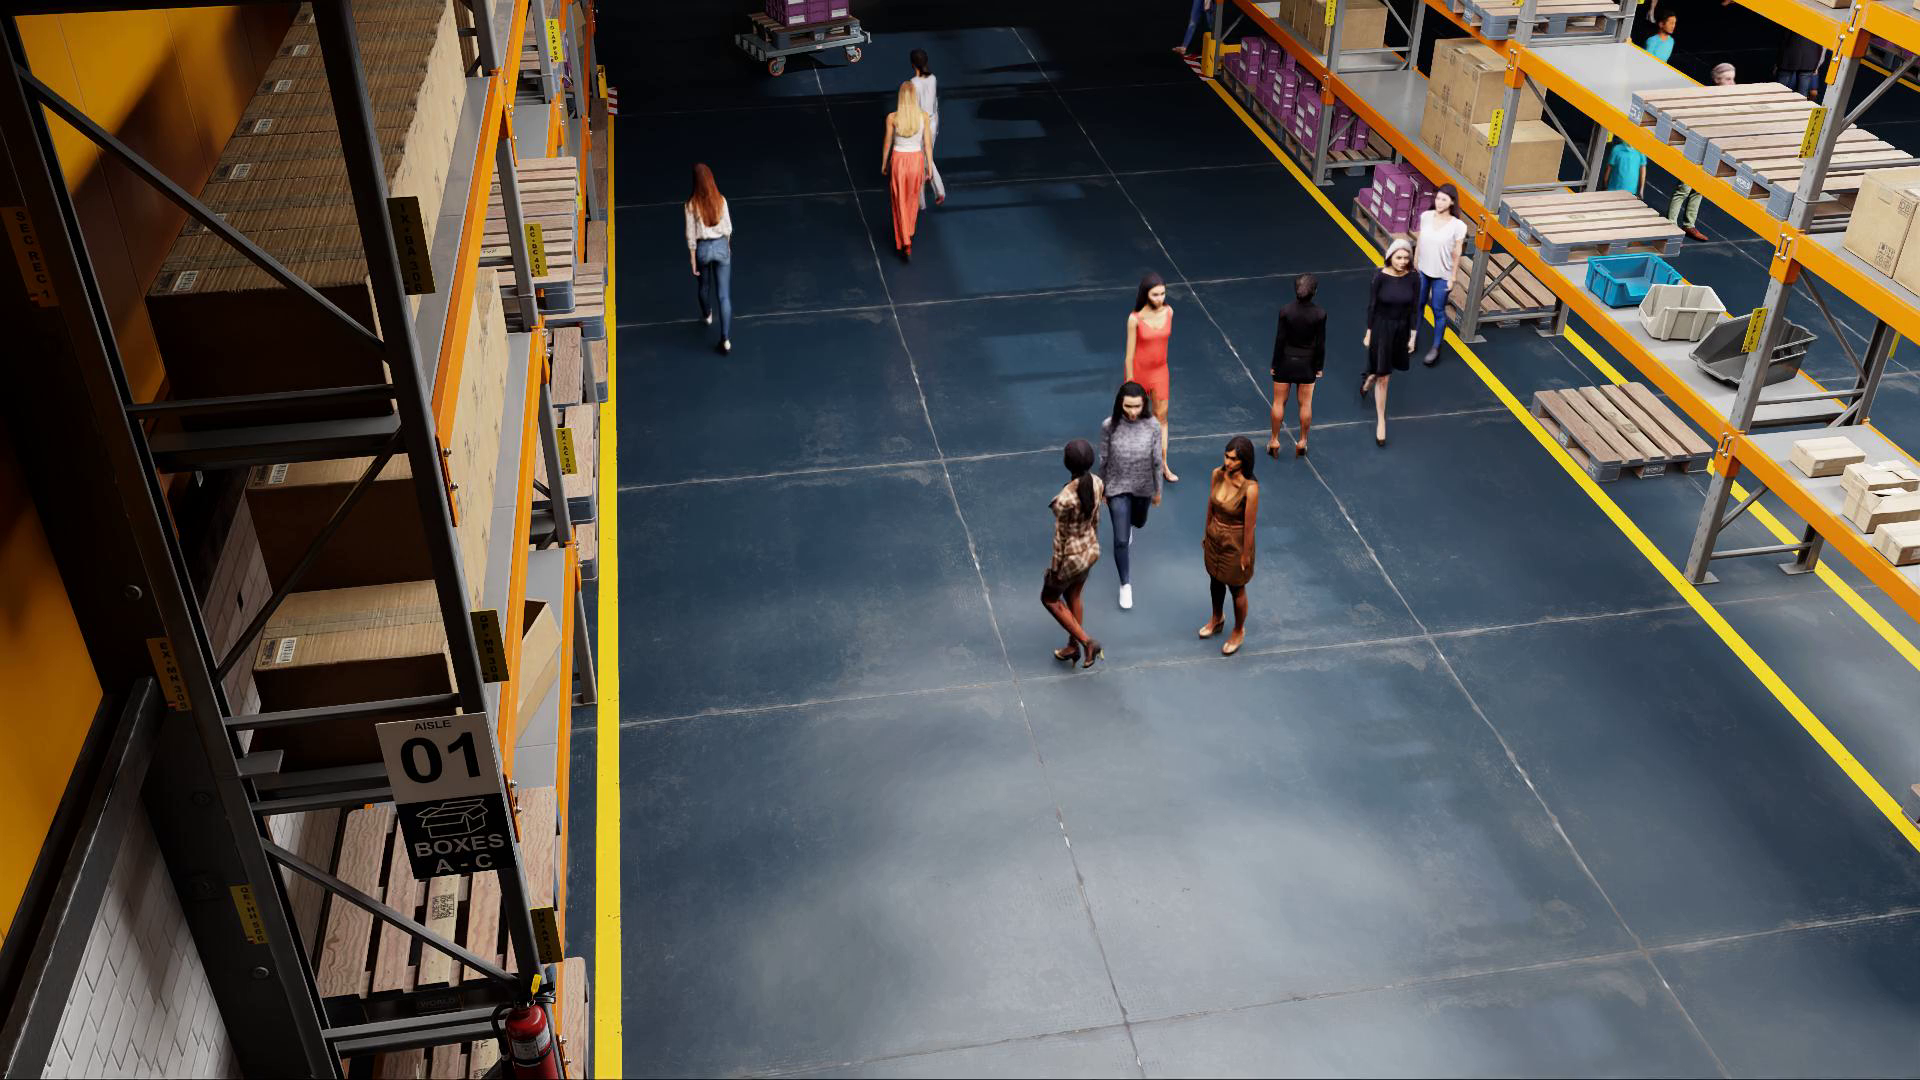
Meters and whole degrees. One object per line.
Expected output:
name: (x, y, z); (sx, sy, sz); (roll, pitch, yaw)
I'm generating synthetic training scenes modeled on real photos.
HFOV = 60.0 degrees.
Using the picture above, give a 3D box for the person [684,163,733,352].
person: (-2.251, -2.553, 15.166); (0.621, 1.687, 1.111); (-7, 34, -11)

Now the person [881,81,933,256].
person: (-0.539, -3.700, 16.832); (0.686, 1.753, 1.062); (-3, 34, -4)

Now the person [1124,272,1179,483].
person: (1.445, -1.361, 13.390); (0.817, 1.668, 1.202); (-15, 36, -21)

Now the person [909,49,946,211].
person: (-0.356, -4.352, 17.806); (0.781, 1.761, 0.871); (-23, 40, -30)

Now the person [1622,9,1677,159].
person: (7.826, -5.226, 19.119); (0.720, 1.763, 0.711); (-18, 38, -25)

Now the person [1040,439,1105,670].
person: (0.812, 0.168, 10.990); (0.846, 1.779, 0.777); (28, 43, 35)

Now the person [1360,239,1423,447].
person: (3.562, -1.712, 13.880); (0.693, 1.710, 1.141); (-1, 34, -1)

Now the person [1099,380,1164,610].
person: (1.206, -0.418, 11.939); (0.766, 1.703, 1.149); (-1, 34, -1)

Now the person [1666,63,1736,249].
person: (7.656, -3.990, 17.157); (0.737, 1.878, 0.705); (-16, 37, -22)

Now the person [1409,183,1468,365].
person: (4.265, -2.390, 14.928); (0.748, 1.679, 0.650); (-28, 43, -35)

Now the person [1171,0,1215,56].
person: (3.417, -7.291, 22.396); (0.841, 1.576, 0.973); (-13, 36, -18)

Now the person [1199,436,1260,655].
person: (1.832, 0.029, 11.286); (0.697, 1.683, 0.587); (-23, 40, -30)

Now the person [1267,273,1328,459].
person: (2.724, -1.405, 13.481); (0.656, 1.640, 0.697); (4, 34, 5)
